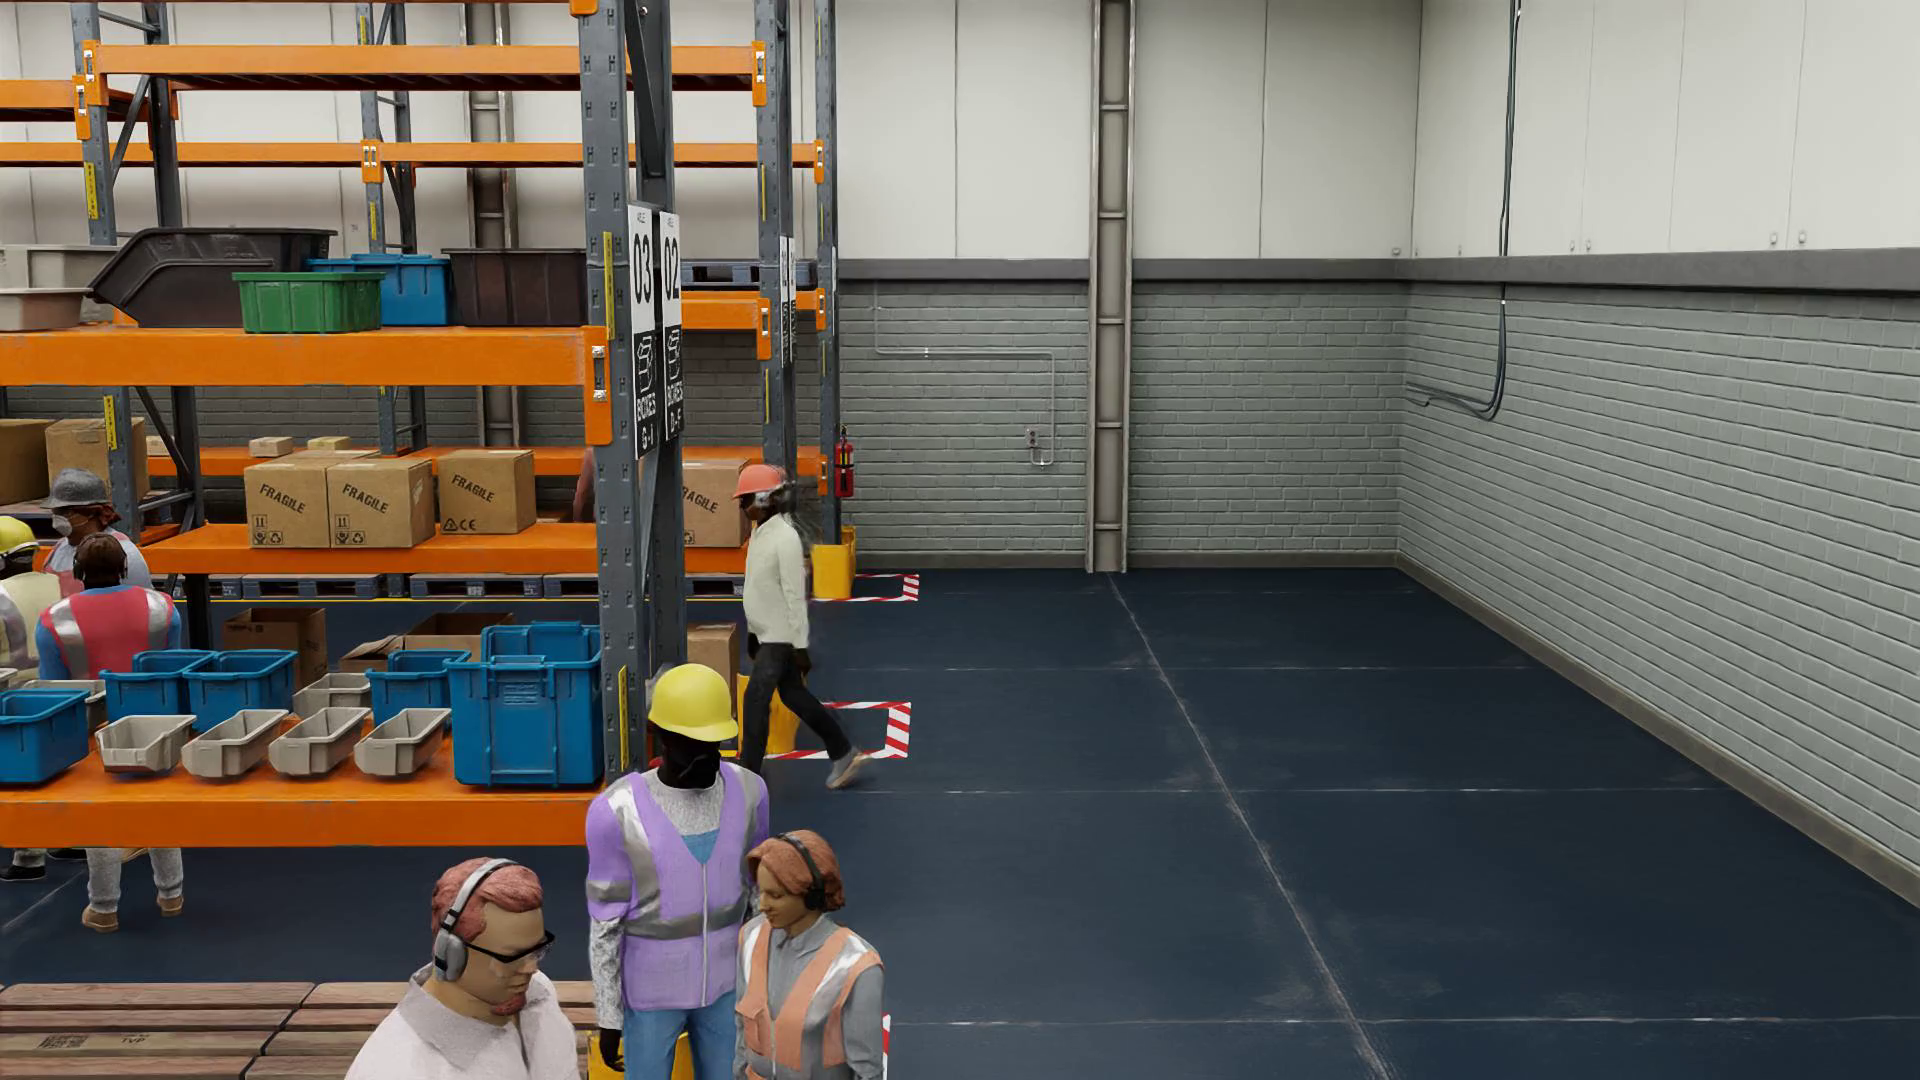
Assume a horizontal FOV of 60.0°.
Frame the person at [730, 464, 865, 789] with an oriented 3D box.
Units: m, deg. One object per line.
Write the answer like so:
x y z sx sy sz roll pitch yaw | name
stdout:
-0.992 0.525 9.535 0.989 1.950 0.632 -4 10 -23 | person

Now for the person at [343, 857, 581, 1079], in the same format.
-0.925 1.553 3.336 0.407 1.902 0.639 3 10 16 | person

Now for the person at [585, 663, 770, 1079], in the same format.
-0.792 1.293 4.884 0.594 1.917 0.397 -6 11 -34 | person

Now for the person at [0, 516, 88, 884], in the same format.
-4.642 0.786 8.291 0.404 1.823 0.587 3 10 19 | person

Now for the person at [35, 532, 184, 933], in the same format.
-3.887 0.877 7.660 0.621 1.844 0.429 -8 12 -39 | person

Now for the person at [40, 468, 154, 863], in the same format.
-4.461 0.641 8.495 0.682 2.000 0.538 6 11 30 | person

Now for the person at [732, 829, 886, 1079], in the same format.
-0.385 1.531 4.296 0.526 1.632 0.311 8 12 40 | person
